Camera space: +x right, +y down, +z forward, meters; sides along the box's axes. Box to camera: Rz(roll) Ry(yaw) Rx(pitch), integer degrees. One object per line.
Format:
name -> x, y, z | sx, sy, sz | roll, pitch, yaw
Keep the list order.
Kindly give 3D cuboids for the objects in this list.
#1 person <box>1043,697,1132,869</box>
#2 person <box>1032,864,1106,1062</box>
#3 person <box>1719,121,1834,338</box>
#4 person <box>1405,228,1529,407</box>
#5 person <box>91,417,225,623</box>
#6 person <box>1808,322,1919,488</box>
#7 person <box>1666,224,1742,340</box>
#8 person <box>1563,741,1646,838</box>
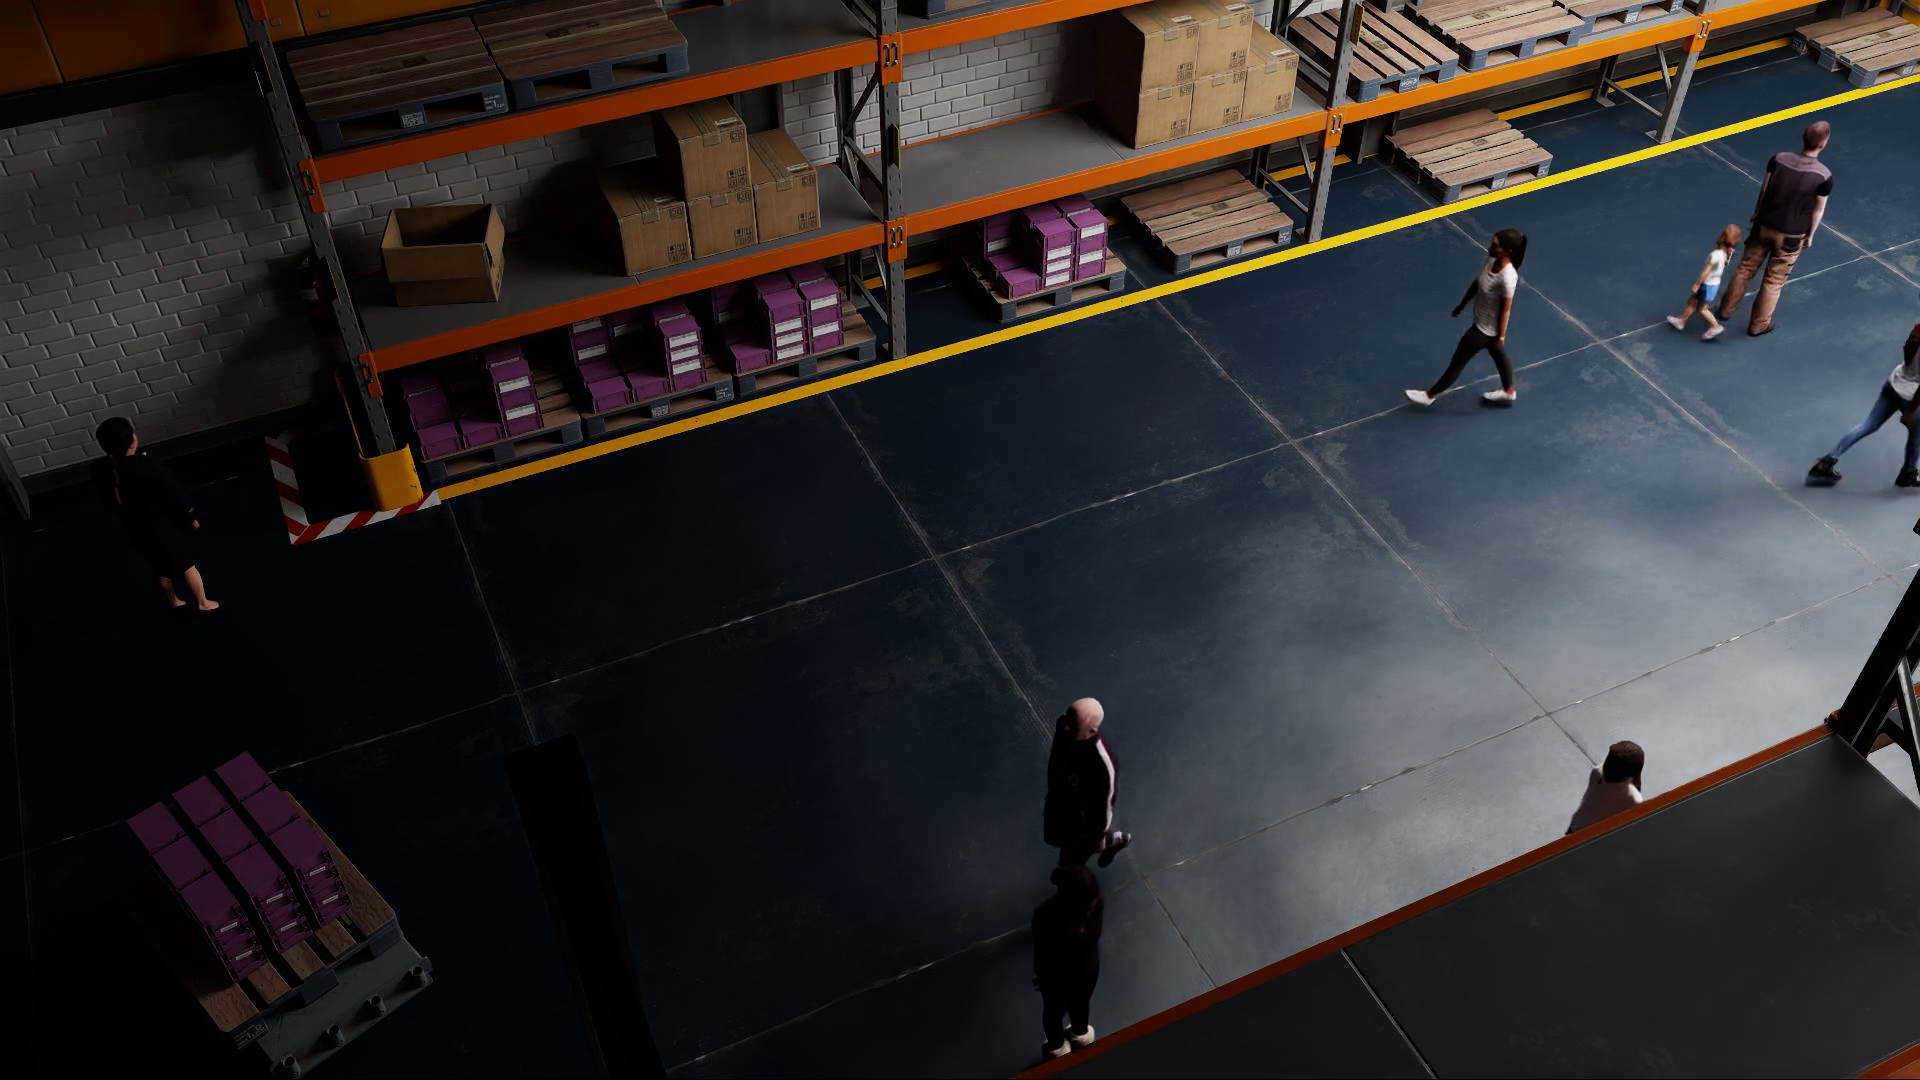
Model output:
person -> 0.723, 1.463, 9.091 | 0.953, 1.817, 0.700 | -21, 47, -21
person -> 0.541, 2.163, 8.468 | 0.606, 1.661, 0.657 | 0, 44, 0
person -> 6.509, -2.483, 13.217 | 0.681, 1.838, 0.739 | -30, 51, -28
person -> 4.054, -1.624, 12.496 | 1.188, 1.589, 0.932 | 3, 44, 3
person -> -5.247, -0.100, 10.837 | 0.745, 1.671, 0.863 | 3, 44, 3
person -> 6.626, -1.024, 11.804 | 1.198, 1.675, 0.926 | 1, 44, 1
person -> 6.060, -2.058, 13.381 | 0.668, 0.996, 0.677 | 26, 49, 24
person -> 3.574, 1.625, 9.140 | 1.141, 1.514, 0.631 | -25, 49, -24
